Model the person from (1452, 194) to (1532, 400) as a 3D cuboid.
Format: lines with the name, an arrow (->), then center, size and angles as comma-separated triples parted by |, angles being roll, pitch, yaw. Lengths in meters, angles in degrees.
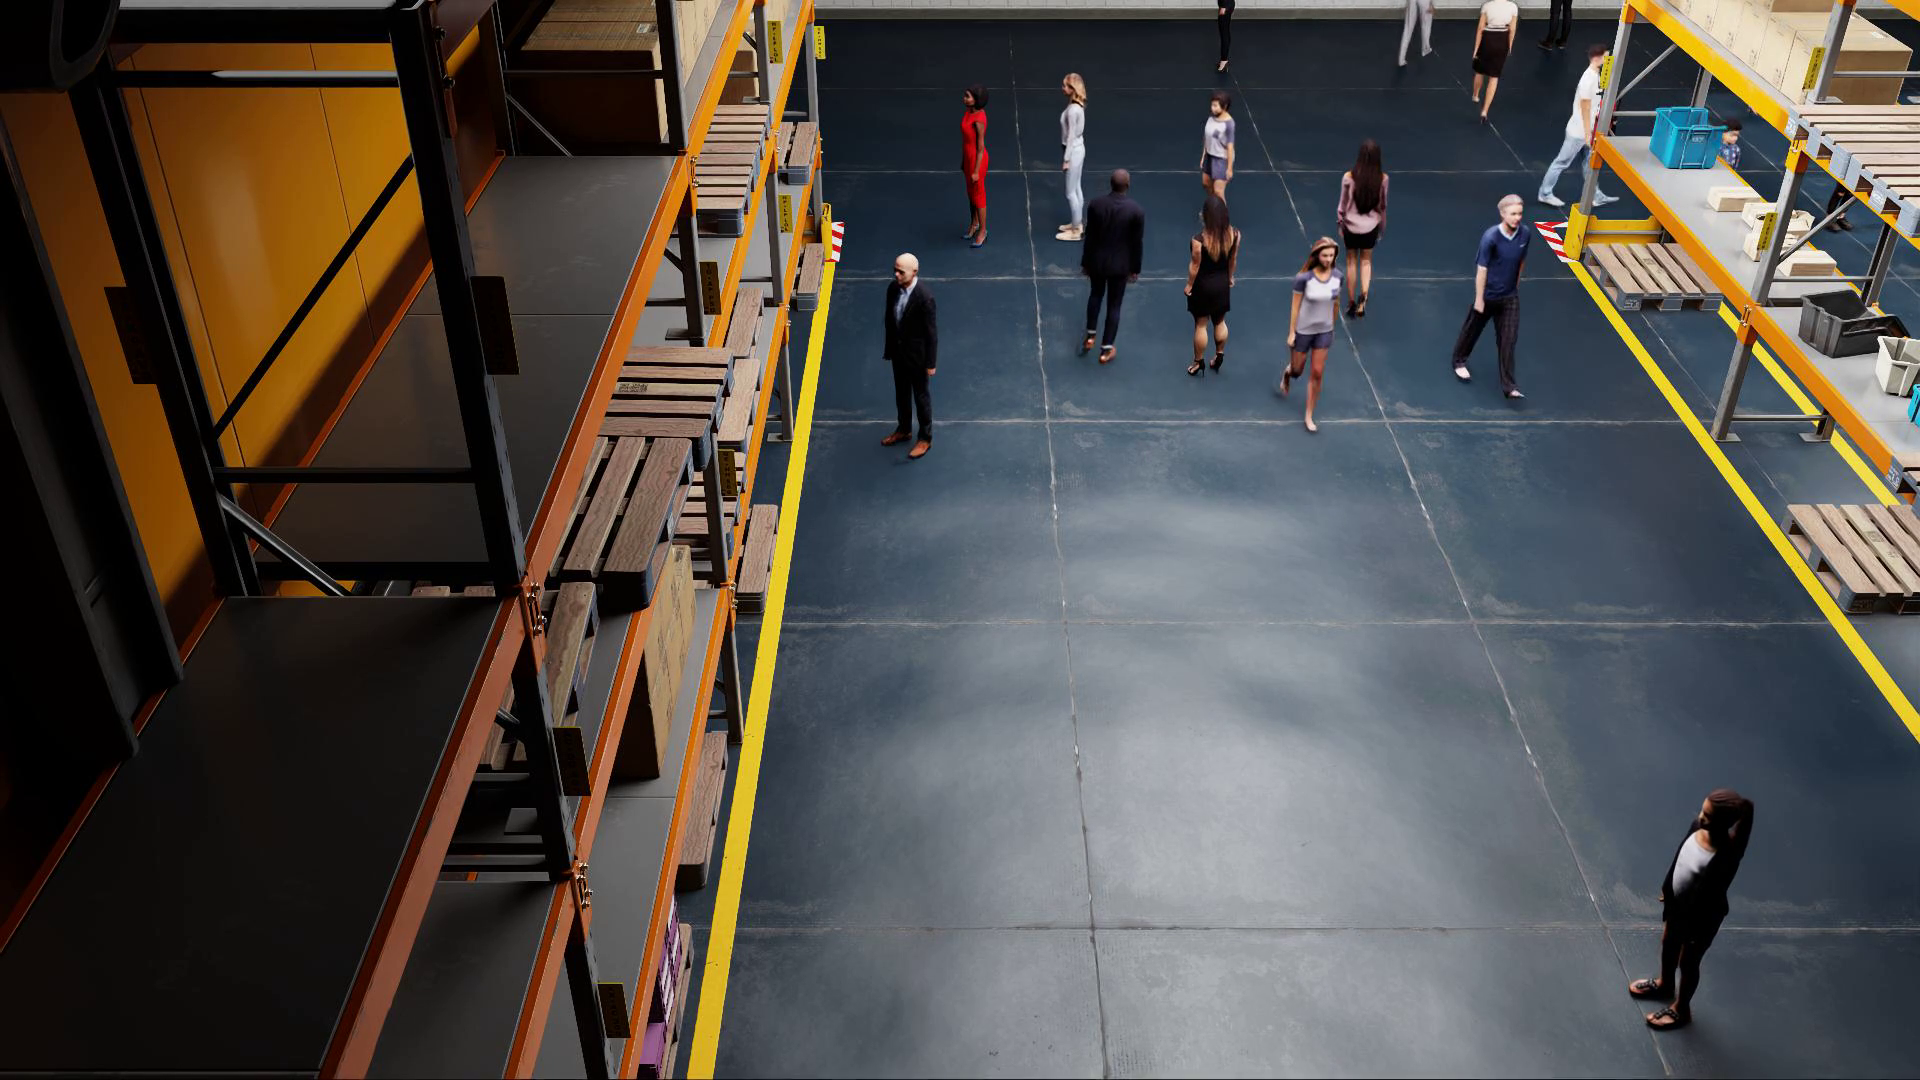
person -> 4.705, -2.208, 14.810 | 0.833, 1.822, 1.218 | -7, 34, -10

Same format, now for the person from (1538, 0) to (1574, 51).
person -> 8.450, -7.766, 23.198 | 0.700, 1.793, 0.637 | -10, 35, -14

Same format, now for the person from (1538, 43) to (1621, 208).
person -> 6.741, -4.533, 18.305 | 1.091, 1.824, 1.134 | 20, 38, 27

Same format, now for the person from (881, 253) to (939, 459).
person -> -0.406, -1.563, 13.862 | 0.765, 1.798, 0.810 | 26, 42, 34

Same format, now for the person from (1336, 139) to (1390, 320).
person -> 3.827, -2.900, 15.874 | 0.664, 1.798, 0.808 | 4, 34, 6

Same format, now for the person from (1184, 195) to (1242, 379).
person -> 2.270, -2.278, 15.016 | 0.747, 1.711, 0.747 | -14, 36, -20

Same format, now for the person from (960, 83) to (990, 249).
person -> 0.165, -3.943, 17.492 | 0.686, 1.743, 0.535 | -10, 35, -14

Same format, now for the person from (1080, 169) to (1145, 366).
person -> 1.345, -2.487, 15.252 | 0.817, 1.797, 0.815 | 11, 35, 16

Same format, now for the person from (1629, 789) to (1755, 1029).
person -> 3.912, 1.930, 8.828 | 0.638, 1.553, 0.517 | -7, 34, -10

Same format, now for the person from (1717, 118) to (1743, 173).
person -> 8.167, -3.948, 17.952 | 0.539, 1.242, 0.646 | -4, 34, -7

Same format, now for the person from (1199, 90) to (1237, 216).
person -> 2.785, -4.104, 17.903 | 0.916, 1.557, 0.785 | -17, 37, -24

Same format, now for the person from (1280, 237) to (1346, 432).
person -> 3.006, -1.827, 14.332 | 0.634, 1.717, 0.921 | -3, 34, -4

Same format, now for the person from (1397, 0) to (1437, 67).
person -> 6.183, -7.263, 22.502 | 1.048, 1.725, 1.184 | 24, 40, 31

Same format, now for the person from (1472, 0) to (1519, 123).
person -> 6.627, -6.047, 20.684 | 0.785, 1.714, 1.123 | 7, 34, 11

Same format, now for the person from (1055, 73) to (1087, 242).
person -> 1.201, -4.060, 17.623 | 0.684, 1.794, 0.505 | 7, 34, 10

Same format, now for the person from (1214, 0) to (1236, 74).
person -> 3.583, -7.182, 22.396 | 0.689, 1.709, 0.517 | 8, 34, 12
